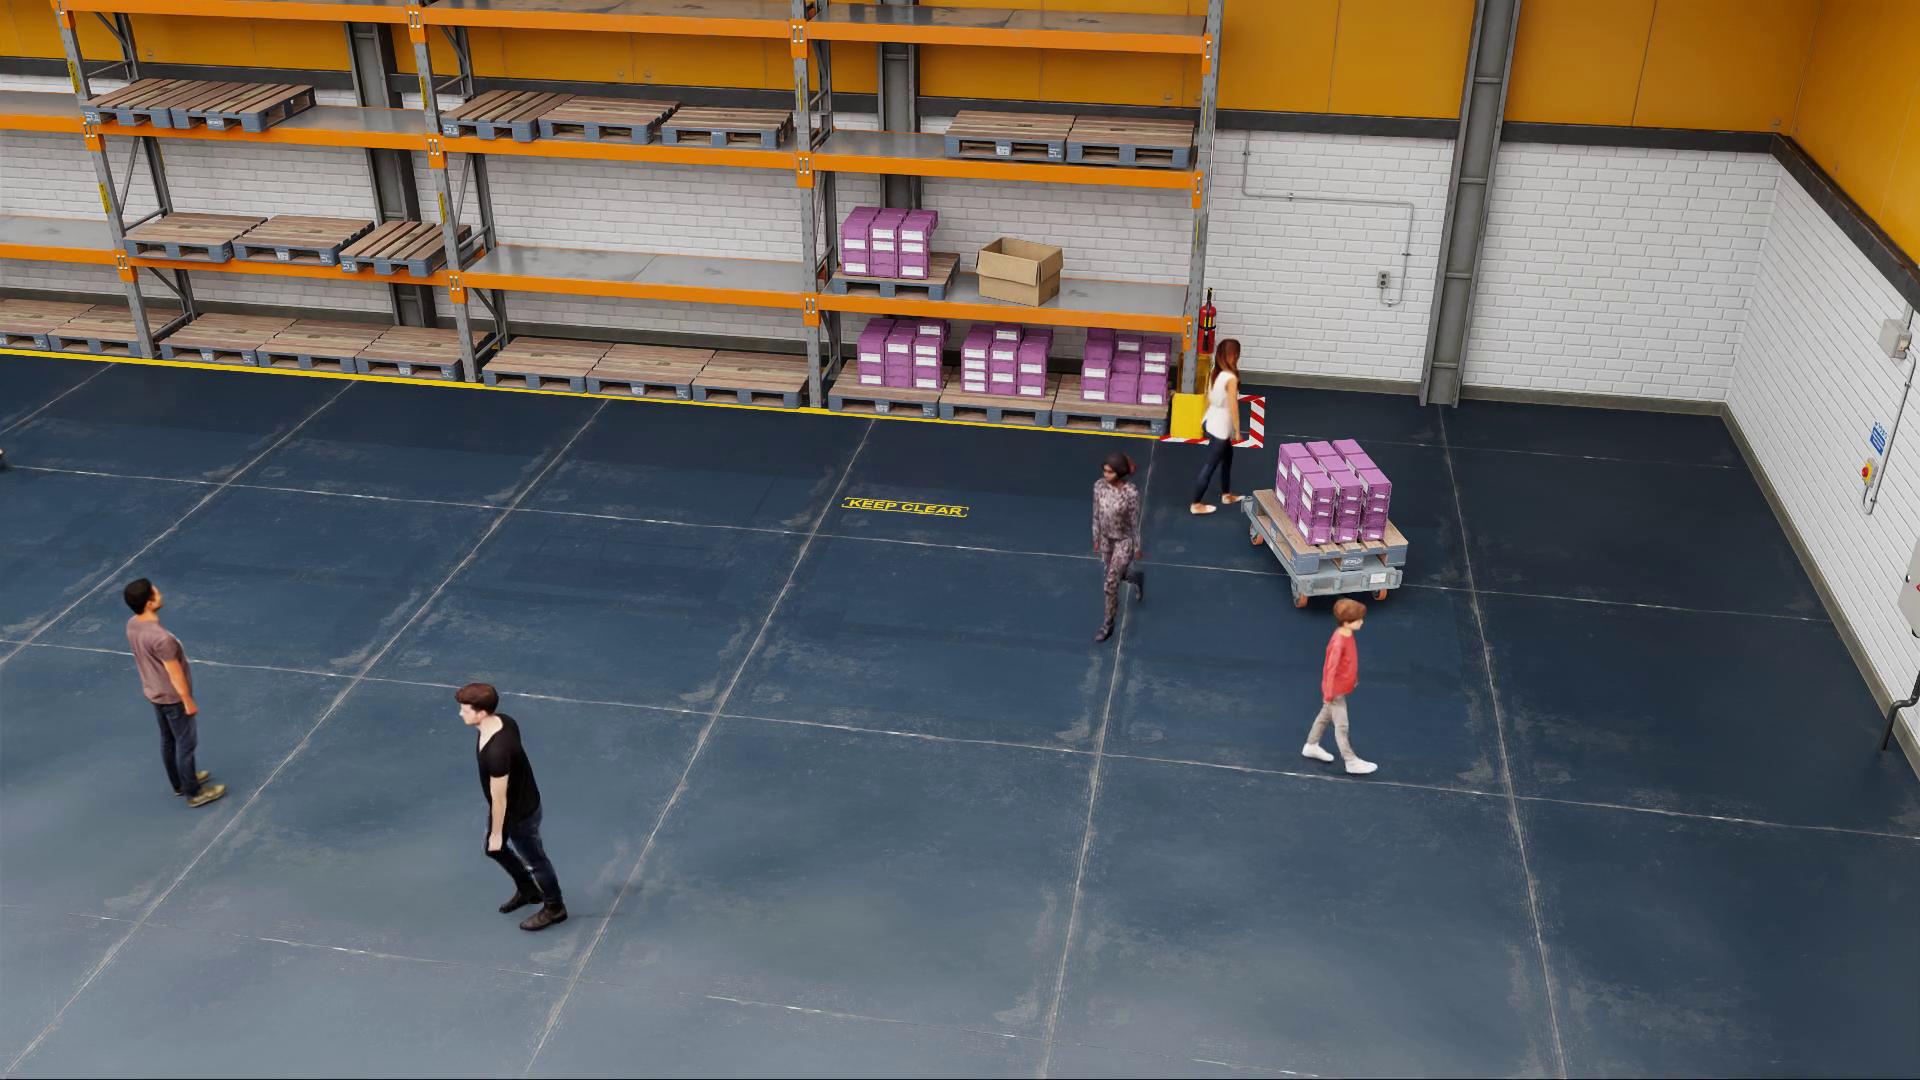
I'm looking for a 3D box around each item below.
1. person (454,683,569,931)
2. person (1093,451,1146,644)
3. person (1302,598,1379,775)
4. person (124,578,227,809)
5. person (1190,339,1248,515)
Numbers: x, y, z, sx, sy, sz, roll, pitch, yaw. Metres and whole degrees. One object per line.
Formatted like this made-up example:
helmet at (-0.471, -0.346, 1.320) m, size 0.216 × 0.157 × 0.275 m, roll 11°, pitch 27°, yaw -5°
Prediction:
person at (-2.709, 1.669, 10.460) m, size 0.868 × 1.872 × 0.819 m, roll -13°, pitch 31°, yaw -22°
person at (1.345, 0.006, 13.706) m, size 1.059 × 1.685 × 0.983 m, roll 21°, pitch 35°, yaw 33°
person at (2.688, 1.039, 12.107) m, size 0.838 × 1.401 × 0.637 m, roll 12°, pitch 31°, yaw 20°
person at (-5.567, 1.070, 11.660) m, size 0.649 × 1.776 × 0.765 m, roll 22°, pitch 35°, yaw 34°
person at (2.324, -1.030, 15.519) m, size 0.949 × 1.767 × 0.823 m, roll -7°, pitch 29°, yaw -12°
